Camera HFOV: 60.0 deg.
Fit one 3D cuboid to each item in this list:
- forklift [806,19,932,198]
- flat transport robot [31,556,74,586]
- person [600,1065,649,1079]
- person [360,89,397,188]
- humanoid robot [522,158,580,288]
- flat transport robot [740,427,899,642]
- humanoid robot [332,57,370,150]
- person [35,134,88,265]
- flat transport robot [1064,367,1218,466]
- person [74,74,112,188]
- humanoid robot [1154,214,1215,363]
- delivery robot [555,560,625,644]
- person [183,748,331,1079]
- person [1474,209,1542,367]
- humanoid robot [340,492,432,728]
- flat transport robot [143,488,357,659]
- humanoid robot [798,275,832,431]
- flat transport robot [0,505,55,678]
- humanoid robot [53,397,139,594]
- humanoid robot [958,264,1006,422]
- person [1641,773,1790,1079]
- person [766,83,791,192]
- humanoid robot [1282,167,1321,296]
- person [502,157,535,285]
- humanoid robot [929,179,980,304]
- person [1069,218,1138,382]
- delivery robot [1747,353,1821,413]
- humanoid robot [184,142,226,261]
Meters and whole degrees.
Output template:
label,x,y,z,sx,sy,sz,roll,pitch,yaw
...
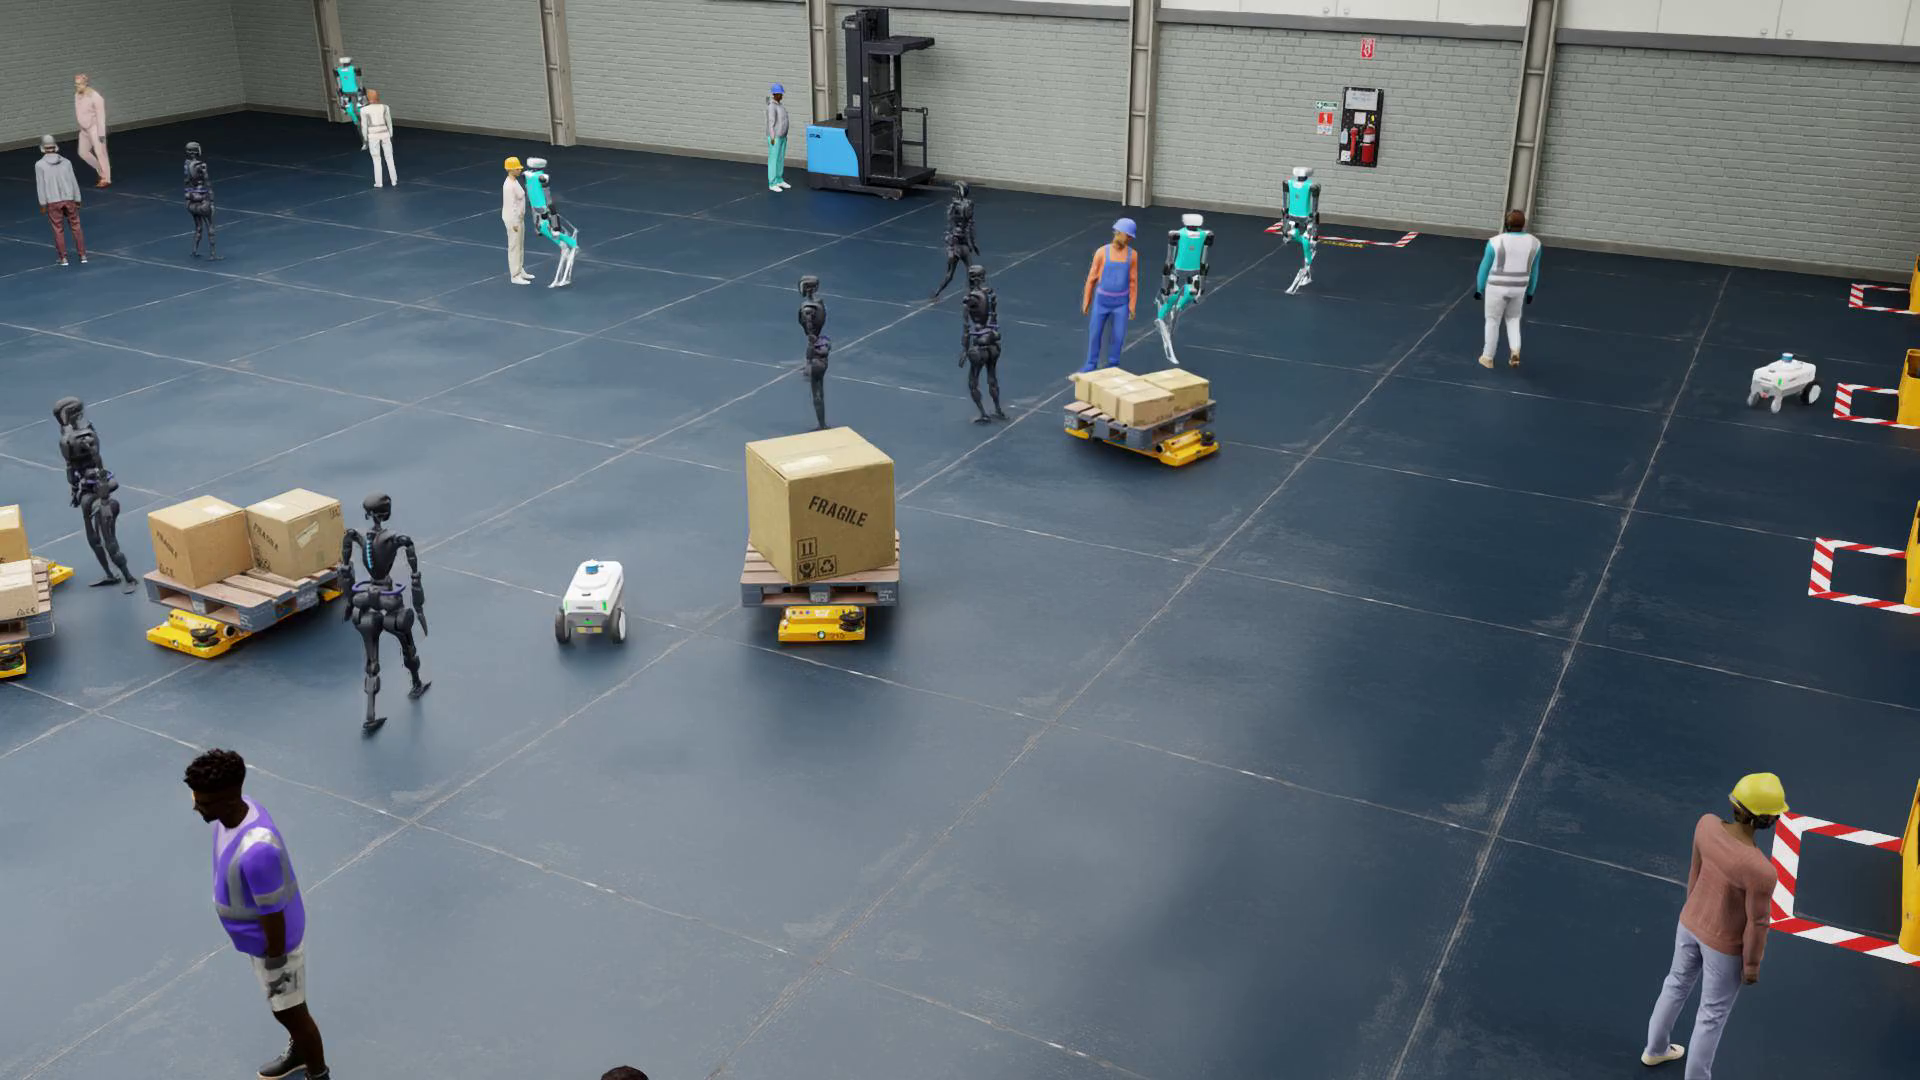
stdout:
label,x,y,z,sx,sy,sz,roll,pitch,yaw
forklift,-1.573,-7.292,27.850,1.873,2.768,1.129,12,26,25
flat transport robot,-7.855,0.431,13.160,0.659,0.231,1.431,9,25,20
person,-1.136,2.647,5.912,0.592,1.919,0.392,-20,30,-38
person,-9.905,-6.841,28.349,0.512,1.639,0.311,-14,27,-30
humanoid robot,-5.343,-4.204,22.058,0.538,1.773,0.734,21,31,40
flat transport robot,-1.085,0.413,13.201,0.659,0.231,1.431,-1,23,-2
humanoid robot,-11.450,-8.239,31.622,0.546,1.903,0.756,1,23,1
person,-12.633,-4.775,23.334,0.552,1.805,0.380,-20,30,-38
flat transport robot,1.807,-1.063,16.637,1.431,0.231,0.659,21,31,40
person,-14.778,-6.947,28.276,0.675,1.891,0.445,12,26,26
humanoid robot,2.509,-2.953,19.228,0.567,1.782,0.962,-4,24,-10
delivery robot,-2.802,0.469,12.732,0.499,0.614,0.798,0,23,-1
person,-3.272,1.827,7.790,0.391,1.952,0.611,-15,27,-31
person,6.143,-2.811,18.729,0.651,1.830,0.521,-1,23,-3
humanoid robot,-3.975,0.453,11.407,0.615,1.635,0.791,3,23,7
flat transport robot,-5.519,0.504,12.989,0.659,0.231,1.431,12,26,25
humanoid robot,-1.452,-1.839,16.656,0.308,1.656,0.609,1,23,2
flat transport robot,-7.448,0.727,12.471,0.659,0.231,1.431,-12,26,-26
humanoid robot,-6.905,-0.372,13.262,0.609,1.642,0.370,17,29,35
humanoid robot,0.219,-2.010,17.073,0.324,1.645,0.590,16,28,33
person,3.630,1.877,7.916,0.344,1.759,0.516,-7,24,-15
person,-3.080,-6.812,28.113,0.356,1.776,0.544,8,24,17
humanoid robot,4.547,-4.041,21.753,0.539,1.745,1.032,18,29,36
person,-5.964,-4.293,22.357,0.337,1.693,0.478,-2,23,-5
humanoid robot,-0.041,-3.799,21.274,0.740,1.641,0.583,15,28,32
person,1.573,-2.589,18.180,0.711,1.876,0.342,0,23,-1
delivery robot,8.794,-1.689,17.752,0.807,0.609,0.499,-15,28,-31
humanoid robot,-10.777,-4.791,23.529,0.586,1.639,0.382,14,27,29
